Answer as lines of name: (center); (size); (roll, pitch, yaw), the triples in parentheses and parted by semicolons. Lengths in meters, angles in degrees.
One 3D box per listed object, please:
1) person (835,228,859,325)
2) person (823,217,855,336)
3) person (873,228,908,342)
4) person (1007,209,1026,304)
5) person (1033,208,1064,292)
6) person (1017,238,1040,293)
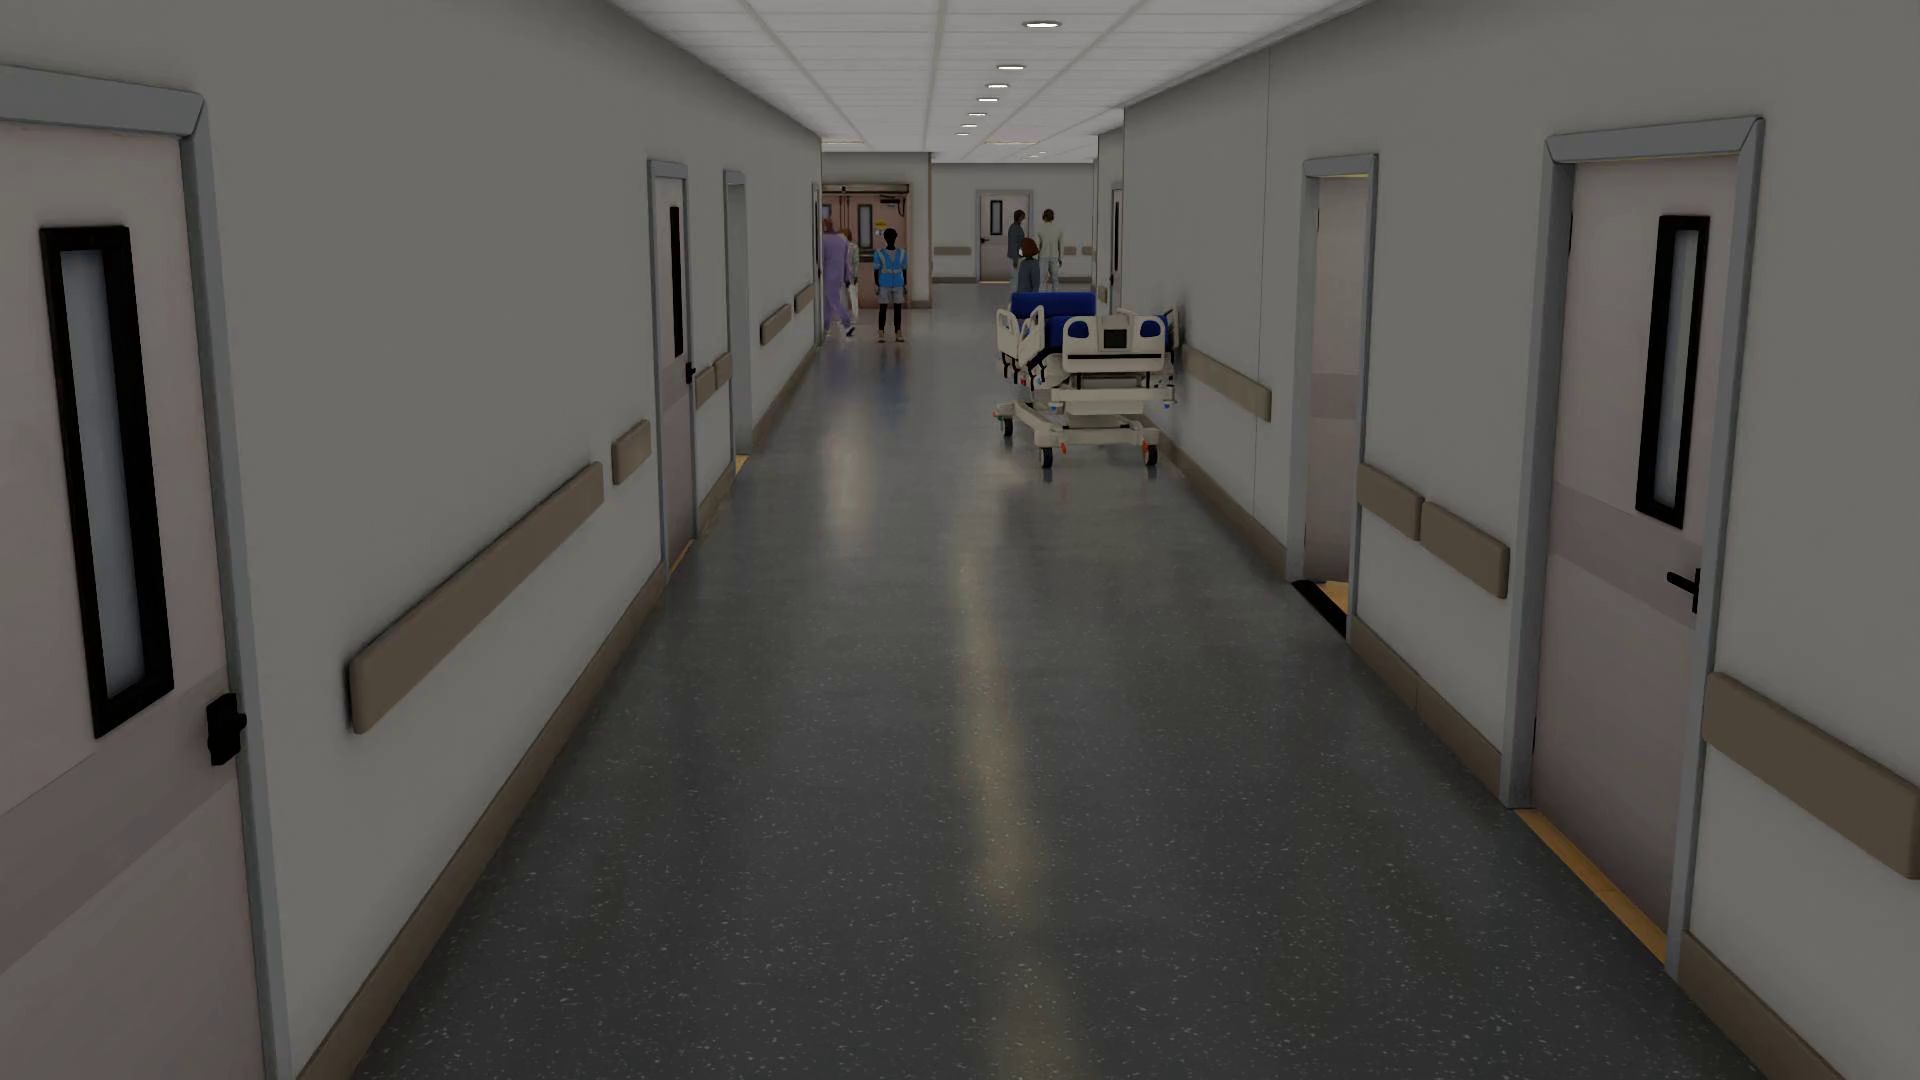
person: (-1.921, -4.466, 28.260); (0.517, 1.633, 0.310); (8, 14, 34)
person: (-1.982, -4.124, 26.068); (0.990, 1.861, 0.658); (9, 15, 38)
person: (-1.033, -3.798, 24.844); (0.541, 1.696, 0.315); (-3, 12, -16)
person: (1.123, -5.525, 32.713); (0.390, 1.928, 0.636); (2, 12, 10)
person: (1.723, -5.496, 32.523); (0.632, 1.940, 0.372); (-3, 12, -16)
person: (0.871, -3.083, 21.515); (0.286, 1.633, 0.499); (-5, 13, -22)
